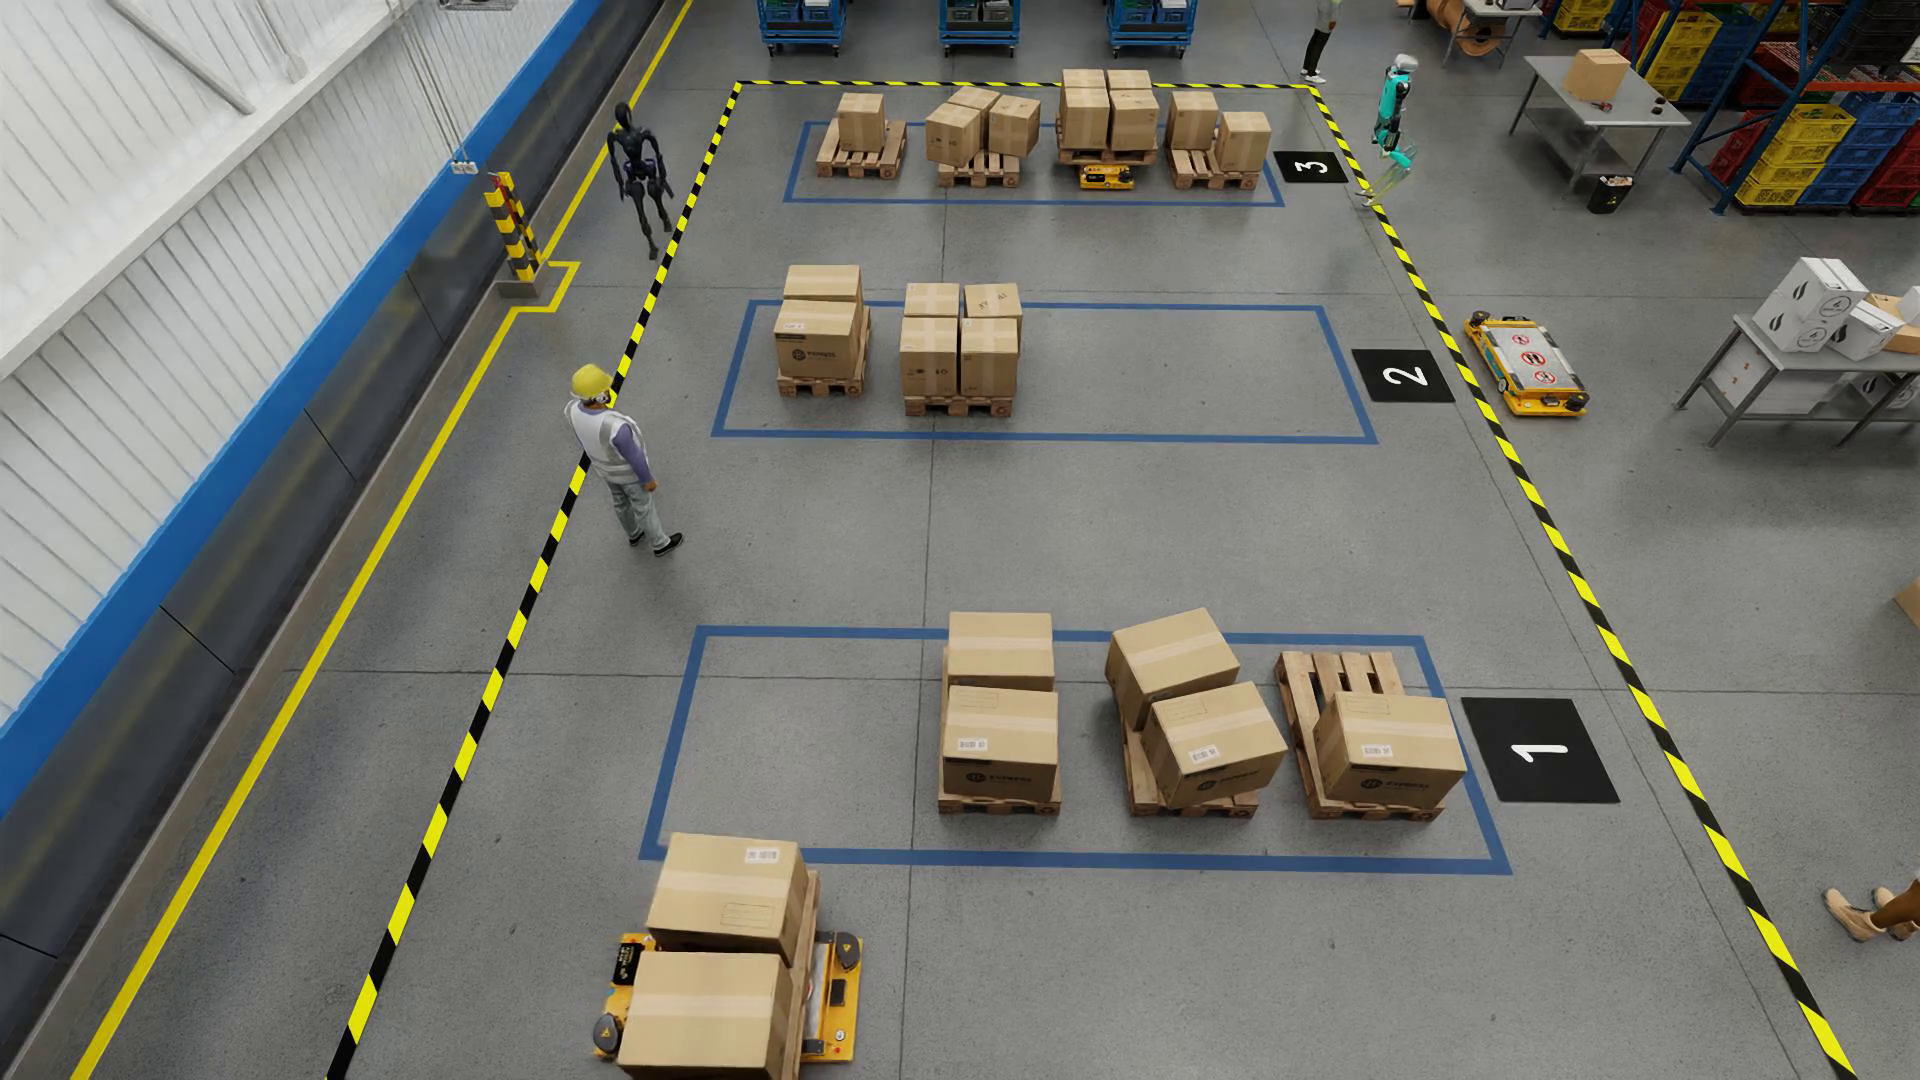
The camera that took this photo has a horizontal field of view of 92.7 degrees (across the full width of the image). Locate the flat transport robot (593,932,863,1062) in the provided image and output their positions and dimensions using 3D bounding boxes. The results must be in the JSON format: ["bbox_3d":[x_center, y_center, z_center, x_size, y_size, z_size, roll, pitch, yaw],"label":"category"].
[{"bbox_3d":[-1.305,2.601,5.263,1.431,0.197,0.652,1,49,1],"label":"flat transport robot"}]

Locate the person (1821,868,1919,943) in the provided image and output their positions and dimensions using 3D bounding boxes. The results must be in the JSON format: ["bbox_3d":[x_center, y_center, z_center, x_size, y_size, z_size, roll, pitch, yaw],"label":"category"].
[{"bbox_3d":[5.585,1.681,4.904,0.606,2.047,0.366,1,49,1],"label":"person"}]

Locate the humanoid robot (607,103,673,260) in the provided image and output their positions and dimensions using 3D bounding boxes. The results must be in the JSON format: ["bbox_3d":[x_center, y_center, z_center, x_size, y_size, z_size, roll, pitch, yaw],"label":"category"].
[{"bbox_3d":[-3.488,-3.993,10.093,0.583,1.654,0.738,-6,49,-5],"label":"humanoid robot"}]

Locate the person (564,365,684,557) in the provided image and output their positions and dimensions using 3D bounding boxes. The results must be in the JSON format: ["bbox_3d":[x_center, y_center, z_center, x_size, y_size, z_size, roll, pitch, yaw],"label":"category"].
[{"bbox_3d":[-2.571,-0.576,6.996,0.589,1.835,0.404,23,53,19],"label":"person"}]

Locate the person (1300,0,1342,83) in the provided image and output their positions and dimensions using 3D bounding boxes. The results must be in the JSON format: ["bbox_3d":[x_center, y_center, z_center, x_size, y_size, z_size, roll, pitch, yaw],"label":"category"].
[{"bbox_3d":[5.242,-7.490,12.968,0.361,1.852,0.596,1,49,1],"label":"person"}]

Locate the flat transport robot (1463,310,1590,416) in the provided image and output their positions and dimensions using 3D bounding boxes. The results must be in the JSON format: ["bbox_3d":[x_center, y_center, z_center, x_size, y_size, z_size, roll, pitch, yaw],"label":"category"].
[{"bbox_3d":[5.573,-1.757,9.054,0.659,0.231,1.431,1,49,1],"label":"flat transport robot"}]

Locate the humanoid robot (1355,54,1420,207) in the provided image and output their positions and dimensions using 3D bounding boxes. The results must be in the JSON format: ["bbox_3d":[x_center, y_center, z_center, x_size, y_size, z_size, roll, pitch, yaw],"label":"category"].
[{"bbox_3d":[5.056,-4.667,10.511,0.735,1.681,0.533,1,49,1],"label":"humanoid robot"}]

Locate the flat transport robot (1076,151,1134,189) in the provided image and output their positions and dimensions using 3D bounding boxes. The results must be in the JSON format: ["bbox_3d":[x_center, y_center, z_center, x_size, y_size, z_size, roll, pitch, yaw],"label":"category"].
[{"bbox_3d":[1.845,-4.982,11.827,0.652,0.197,1.431,1,49,1],"label":"flat transport robot"}]
